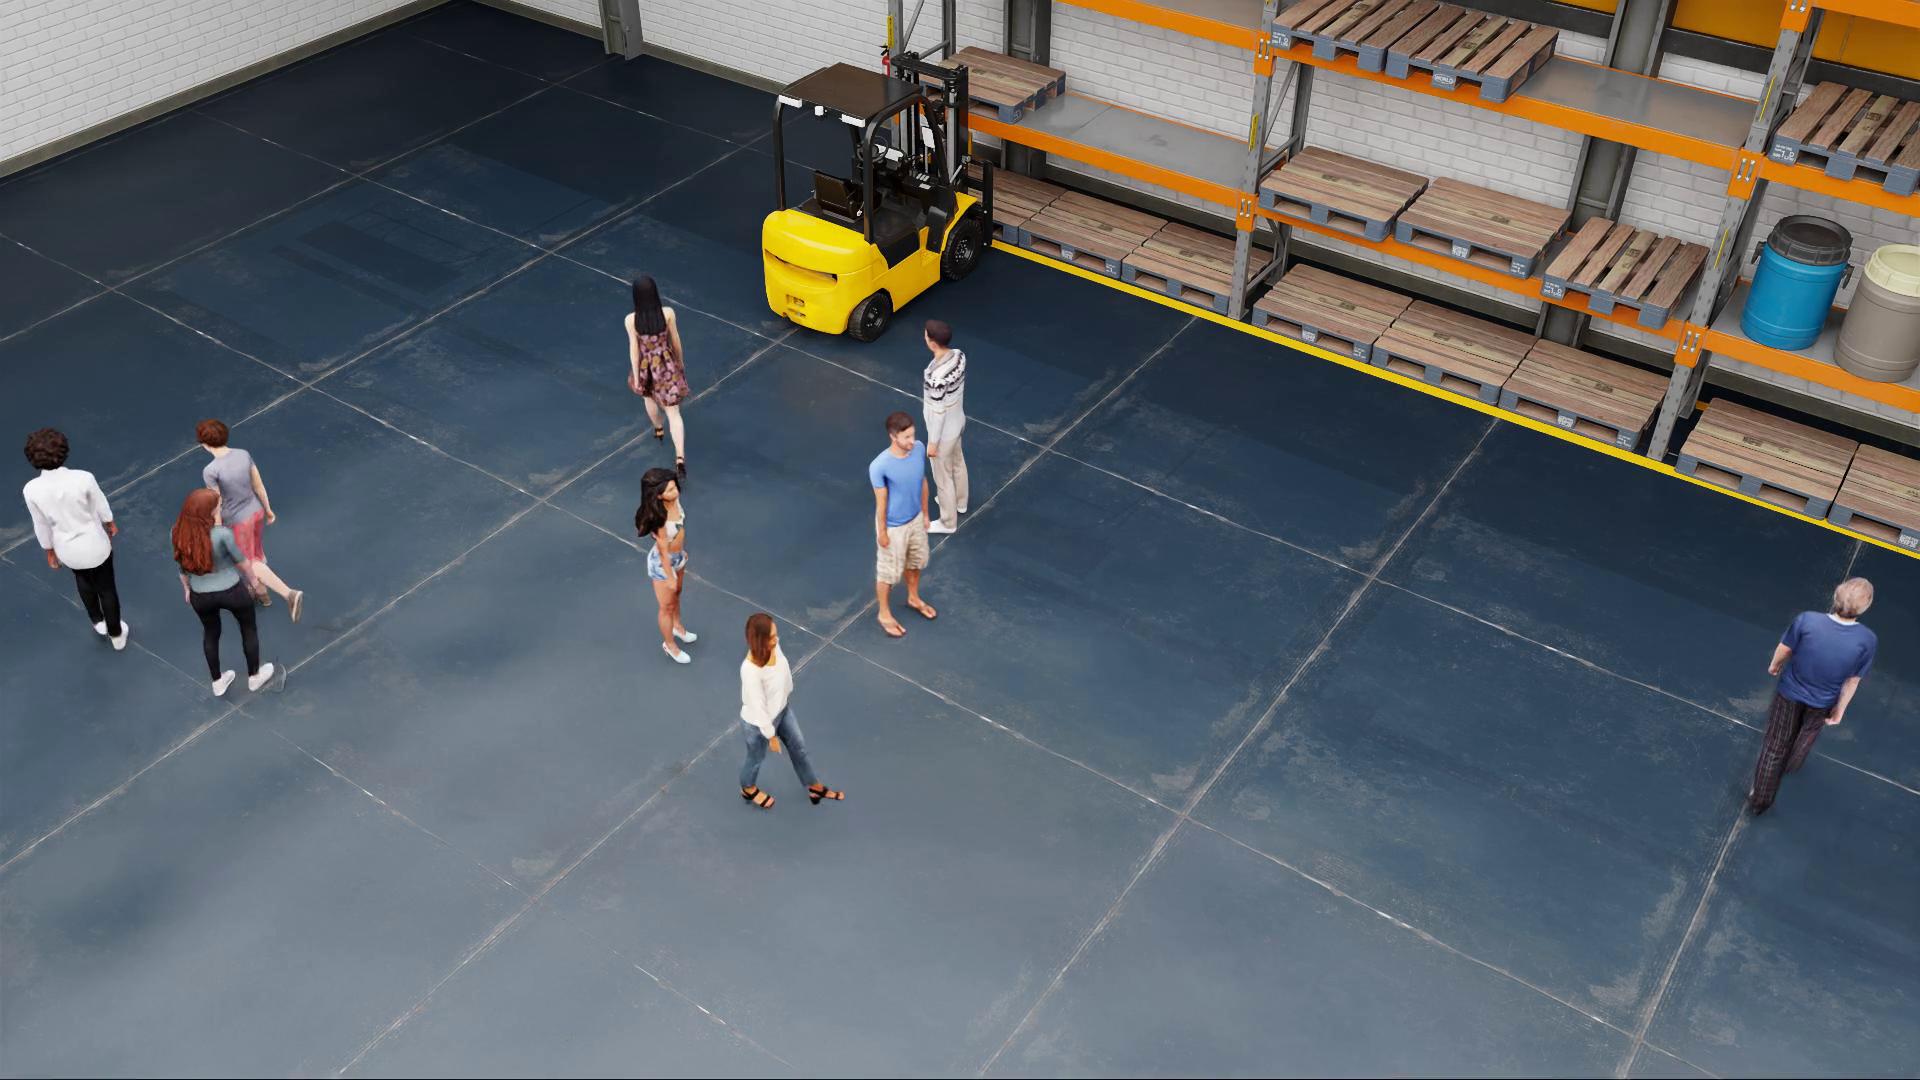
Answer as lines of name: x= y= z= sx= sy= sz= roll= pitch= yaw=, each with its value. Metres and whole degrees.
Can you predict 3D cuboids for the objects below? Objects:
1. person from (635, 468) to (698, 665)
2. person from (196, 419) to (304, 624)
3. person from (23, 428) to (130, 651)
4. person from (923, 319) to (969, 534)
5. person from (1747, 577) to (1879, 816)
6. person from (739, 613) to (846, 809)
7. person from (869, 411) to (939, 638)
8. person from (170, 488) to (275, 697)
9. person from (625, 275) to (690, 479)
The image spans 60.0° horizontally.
person: x=-2.061 y=0.164 z=11.756 sx=0.683 sy=1.626 sz=0.652 roll=5 pitch=39 yaw=6
person: x=-5.149 y=-0.105 z=12.097 sx=1.014 sy=1.621 sz=0.687 roll=15 pitch=41 yaw=18
person: x=-6.208 y=0.061 z=11.750 sx=0.784 sy=1.794 sz=0.837 roll=-14 pitch=41 yaw=-17
person: x=-0.111 y=-0.885 z=12.882 sx=0.648 sy=1.859 sz=0.738 roll=13 pitch=40 yaw=15
person: x=5.328 y=1.035 z=10.488 sx=0.960 sy=1.846 sz=0.824 roll=18 pitch=42 yaw=21
person: x=-1.309 y=1.095 z=10.564 sx=1.017 sy=1.659 sz=0.833 roll=10 pitch=40 yaw=13
person: x=-0.443 y=-0.154 z=11.965 sx=0.683 sy=1.862 sz=0.642 roll=-30 pitch=48 yaw=-32
person: x=-5.049 y=0.387 z=11.403 sx=0.719 sy=1.717 sz=0.800 roll=-11 pitch=40 yaw=-13
person: x=-2.427 y=-1.297 z=13.496 sx=1.050 sy=1.737 sz=1.235 roll=-13 pitch=40 yaw=-15
